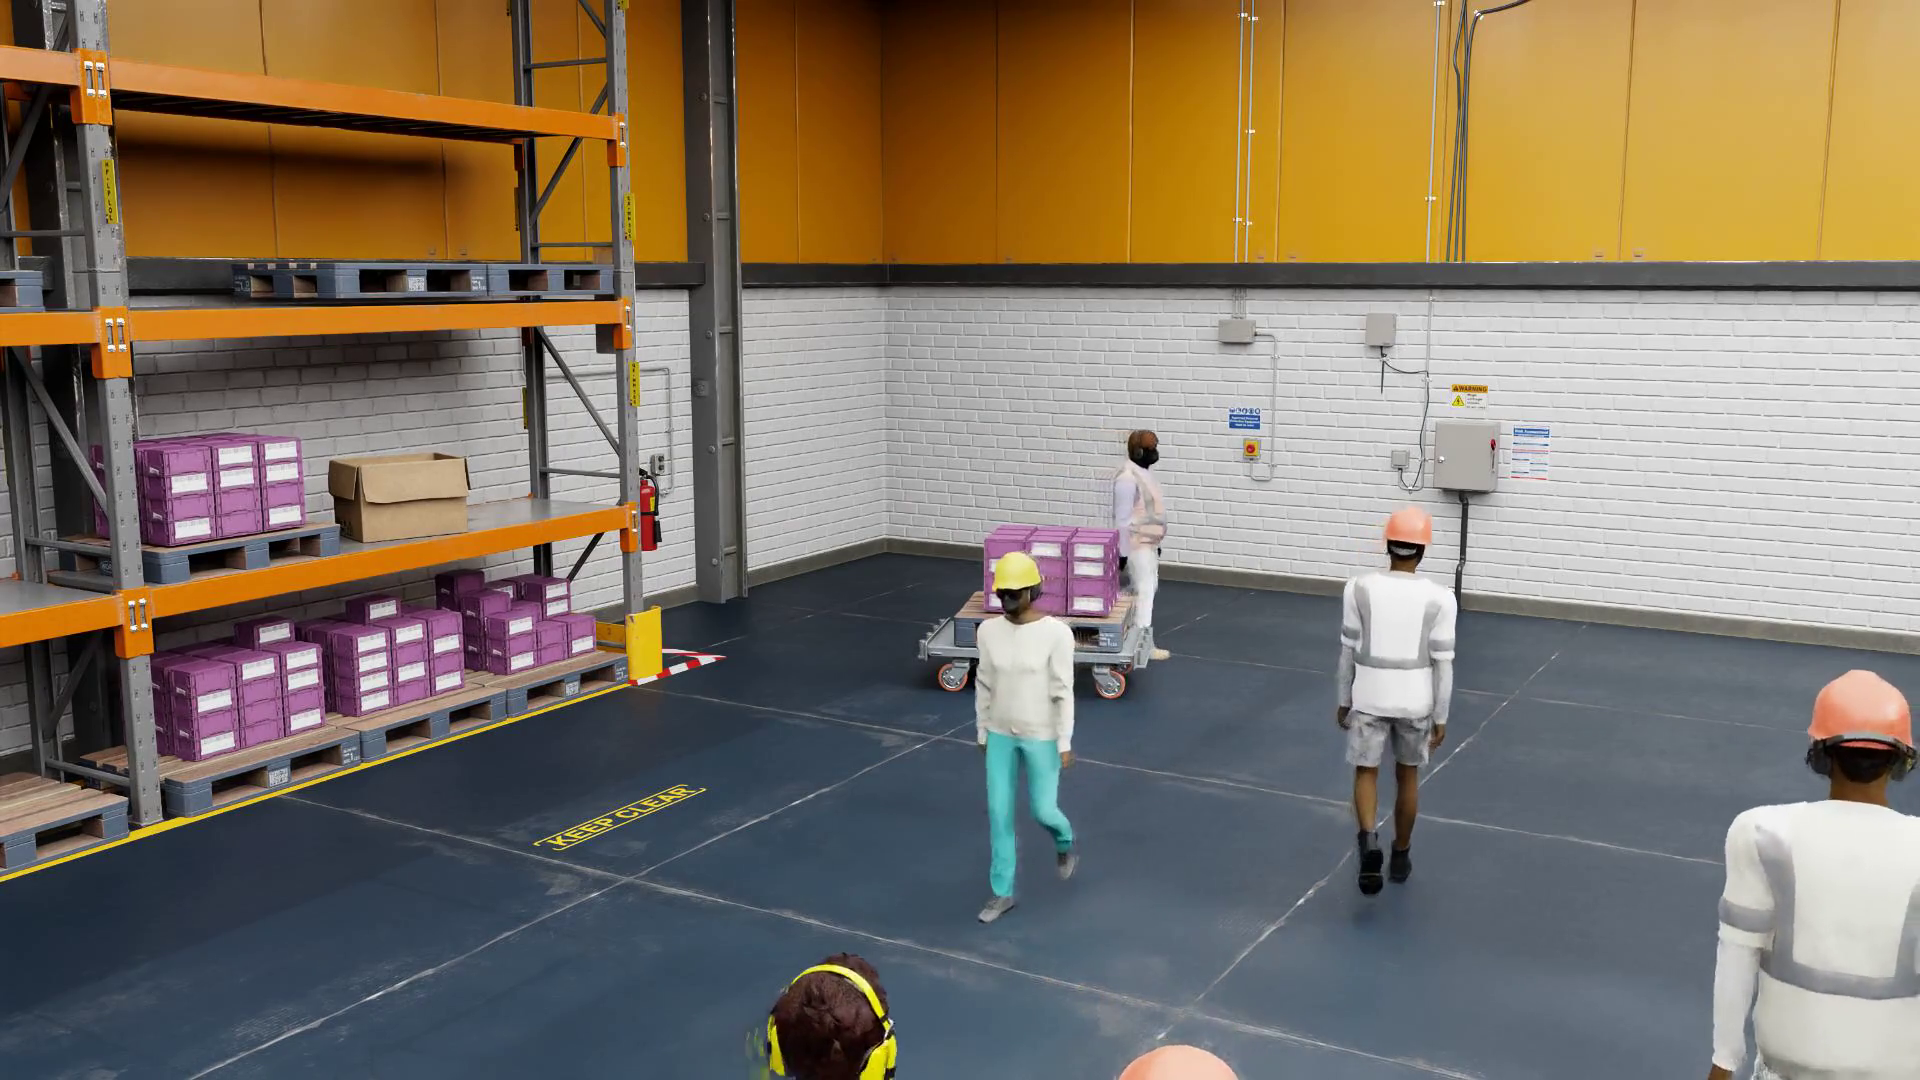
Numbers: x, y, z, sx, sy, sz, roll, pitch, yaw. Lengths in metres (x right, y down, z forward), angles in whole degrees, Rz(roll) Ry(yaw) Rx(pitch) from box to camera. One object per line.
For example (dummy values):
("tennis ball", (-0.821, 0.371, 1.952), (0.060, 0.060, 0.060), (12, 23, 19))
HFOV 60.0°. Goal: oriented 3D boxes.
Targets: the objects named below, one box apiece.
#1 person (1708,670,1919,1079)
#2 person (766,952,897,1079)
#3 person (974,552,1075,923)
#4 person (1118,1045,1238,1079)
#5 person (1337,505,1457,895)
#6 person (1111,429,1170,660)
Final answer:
("person", (2.368, 1.332, 4.478), (0.633, 1.987, 1.042), (4, 10, 26))
("person", (-0.276, 1.645, 3.059), (0.542, 1.824, 0.975), (3, 9, 16))
("person", (0.324, 0.903, 7.893), (0.535, 1.747, 0.598), (5, 10, 26))
("person", (0.429, 1.655, 2.816), (0.654, 1.877, 0.956), (-2, 9, -10))
("person", (2.108, 0.790, 8.091), (0.556, 1.916, 0.723), (3, 9, 16))
("person", (1.351, 0.025, 13.143), (0.631, 1.824, 0.630), (4, 10, 21))
